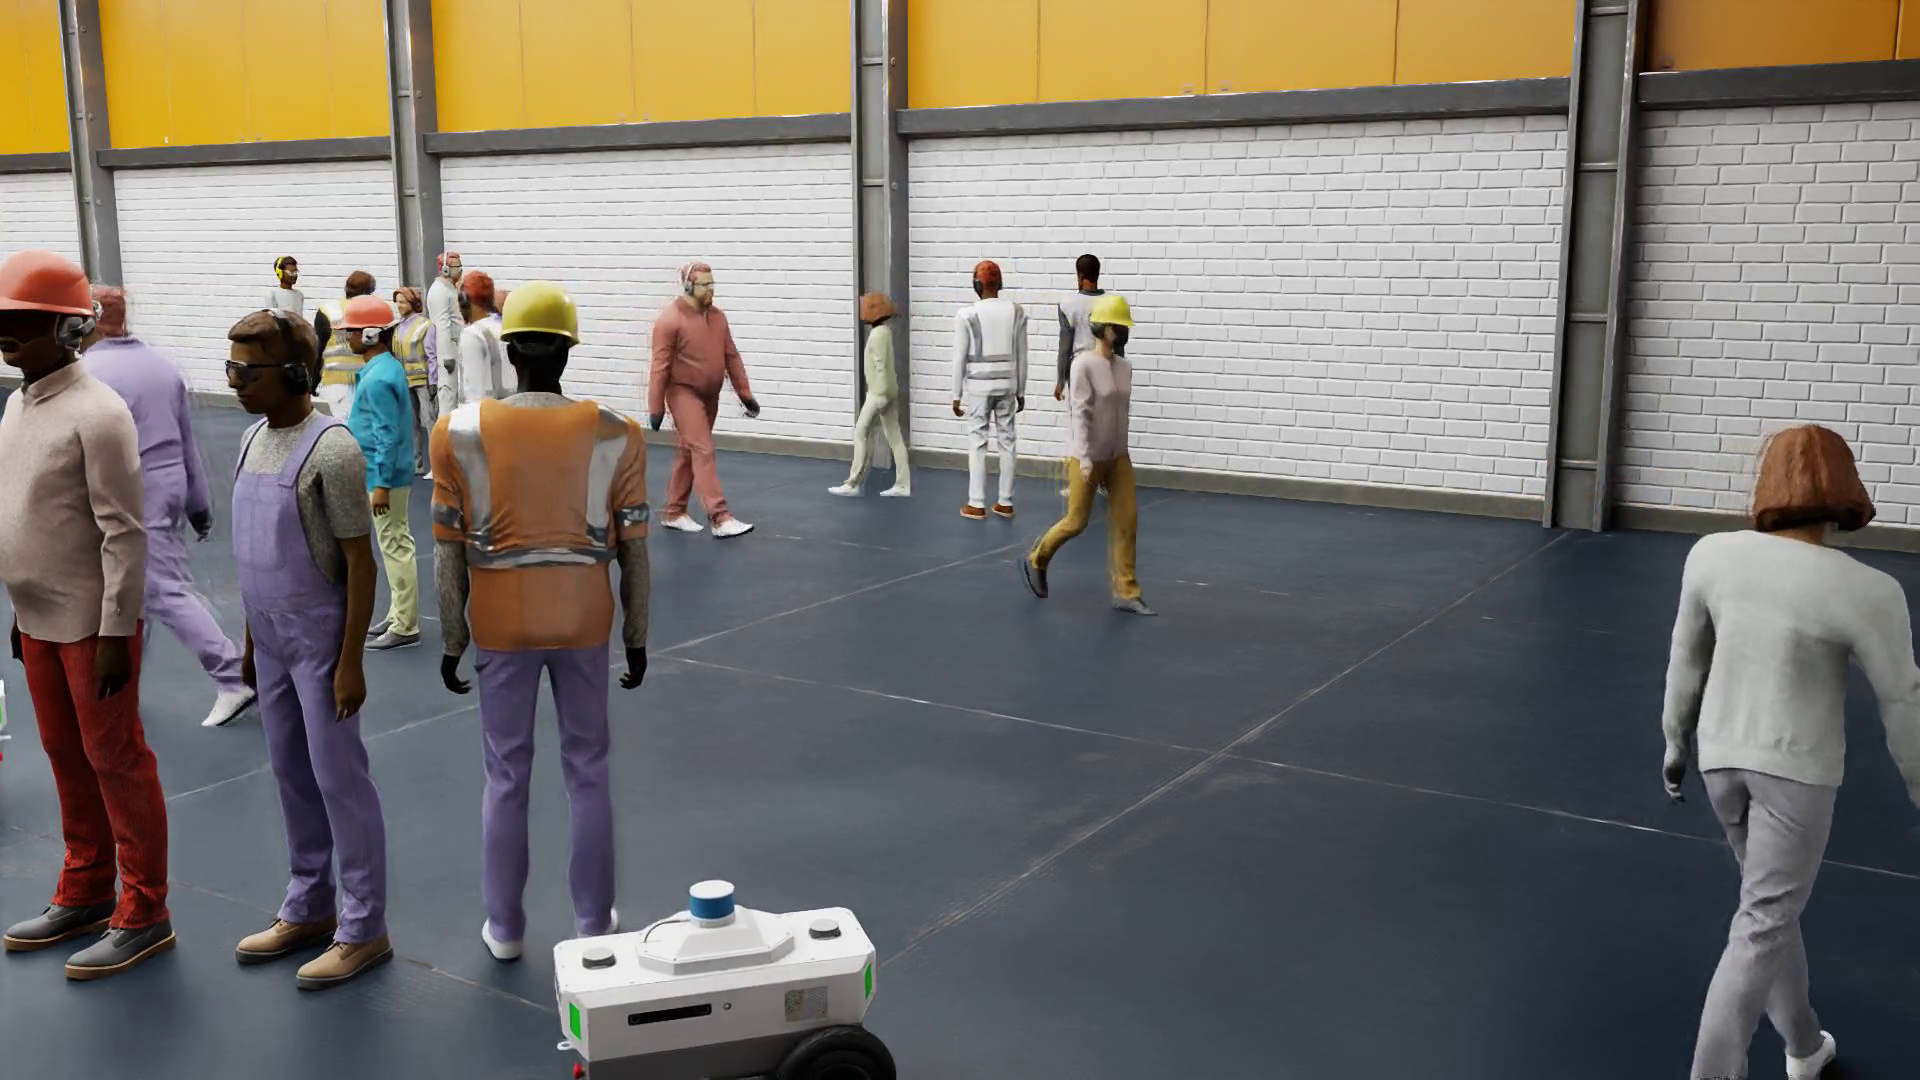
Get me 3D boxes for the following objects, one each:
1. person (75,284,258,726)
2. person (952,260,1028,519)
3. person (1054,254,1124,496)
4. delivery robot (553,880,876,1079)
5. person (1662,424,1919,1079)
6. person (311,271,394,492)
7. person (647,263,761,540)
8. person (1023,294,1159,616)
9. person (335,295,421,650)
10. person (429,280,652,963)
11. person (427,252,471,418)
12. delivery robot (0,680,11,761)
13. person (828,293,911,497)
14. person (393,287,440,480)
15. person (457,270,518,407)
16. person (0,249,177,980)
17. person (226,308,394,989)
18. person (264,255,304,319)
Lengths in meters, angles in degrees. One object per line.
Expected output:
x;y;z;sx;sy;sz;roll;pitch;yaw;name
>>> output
-3.431;-0.149;7.004;1.026;1.851;0.664;2;10;8;person
0.207;-1.083;12.091;0.579;1.881;0.389;-4;11;-19;person
1.024;-1.278;13.061;0.588;1.917;0.392;-5;11;-25;person
-0.564;1.025;3.809;0.707;0.478;0.477;-3;11;-17;delivery robot
1.872;0.543;3.795;0.670;1.603;0.552;-5;11;-27;person
-4.907;-1.276;13.453;0.868;1.779;0.615;9;13;40;person
-1.711;-0.933;11.308;0.966;1.862;0.661;5;11;27;person
0.724;-0.473;9.095;0.521;1.741;0.791;-9;14;-42;person
-2.881;-0.333;8.266;0.334;1.753;0.562;-3;11;-15;person
-1.169;0.236;4.691;0.590;1.914;0.406;-3;11;-17;person
-4.825;-1.776;15.842;0.402;1.910;0.639;-1;10;-8;person
-3.751;0.657;5.849;0.707;0.478;0.477;-6;12;-29;delivery robot
-0.724;-1.131;13.097;0.759;1.598;0.513;1;10;8;person
-4.607;-1.319;14.085;0.514;1.631;0.320;5;12;27;person
-2.580;-0.594;9.442;0.524;1.857;0.607;1;10;3;person
-2.465;0.205;4.614;0.612;1.997;0.375;7;13;35;person
-1.796;0.295;4.540;0.517;1.843;0.332;8;13;36;person
-6.530;-1.832;16.248;0.328;1.874;0.512;3;11;16;person
